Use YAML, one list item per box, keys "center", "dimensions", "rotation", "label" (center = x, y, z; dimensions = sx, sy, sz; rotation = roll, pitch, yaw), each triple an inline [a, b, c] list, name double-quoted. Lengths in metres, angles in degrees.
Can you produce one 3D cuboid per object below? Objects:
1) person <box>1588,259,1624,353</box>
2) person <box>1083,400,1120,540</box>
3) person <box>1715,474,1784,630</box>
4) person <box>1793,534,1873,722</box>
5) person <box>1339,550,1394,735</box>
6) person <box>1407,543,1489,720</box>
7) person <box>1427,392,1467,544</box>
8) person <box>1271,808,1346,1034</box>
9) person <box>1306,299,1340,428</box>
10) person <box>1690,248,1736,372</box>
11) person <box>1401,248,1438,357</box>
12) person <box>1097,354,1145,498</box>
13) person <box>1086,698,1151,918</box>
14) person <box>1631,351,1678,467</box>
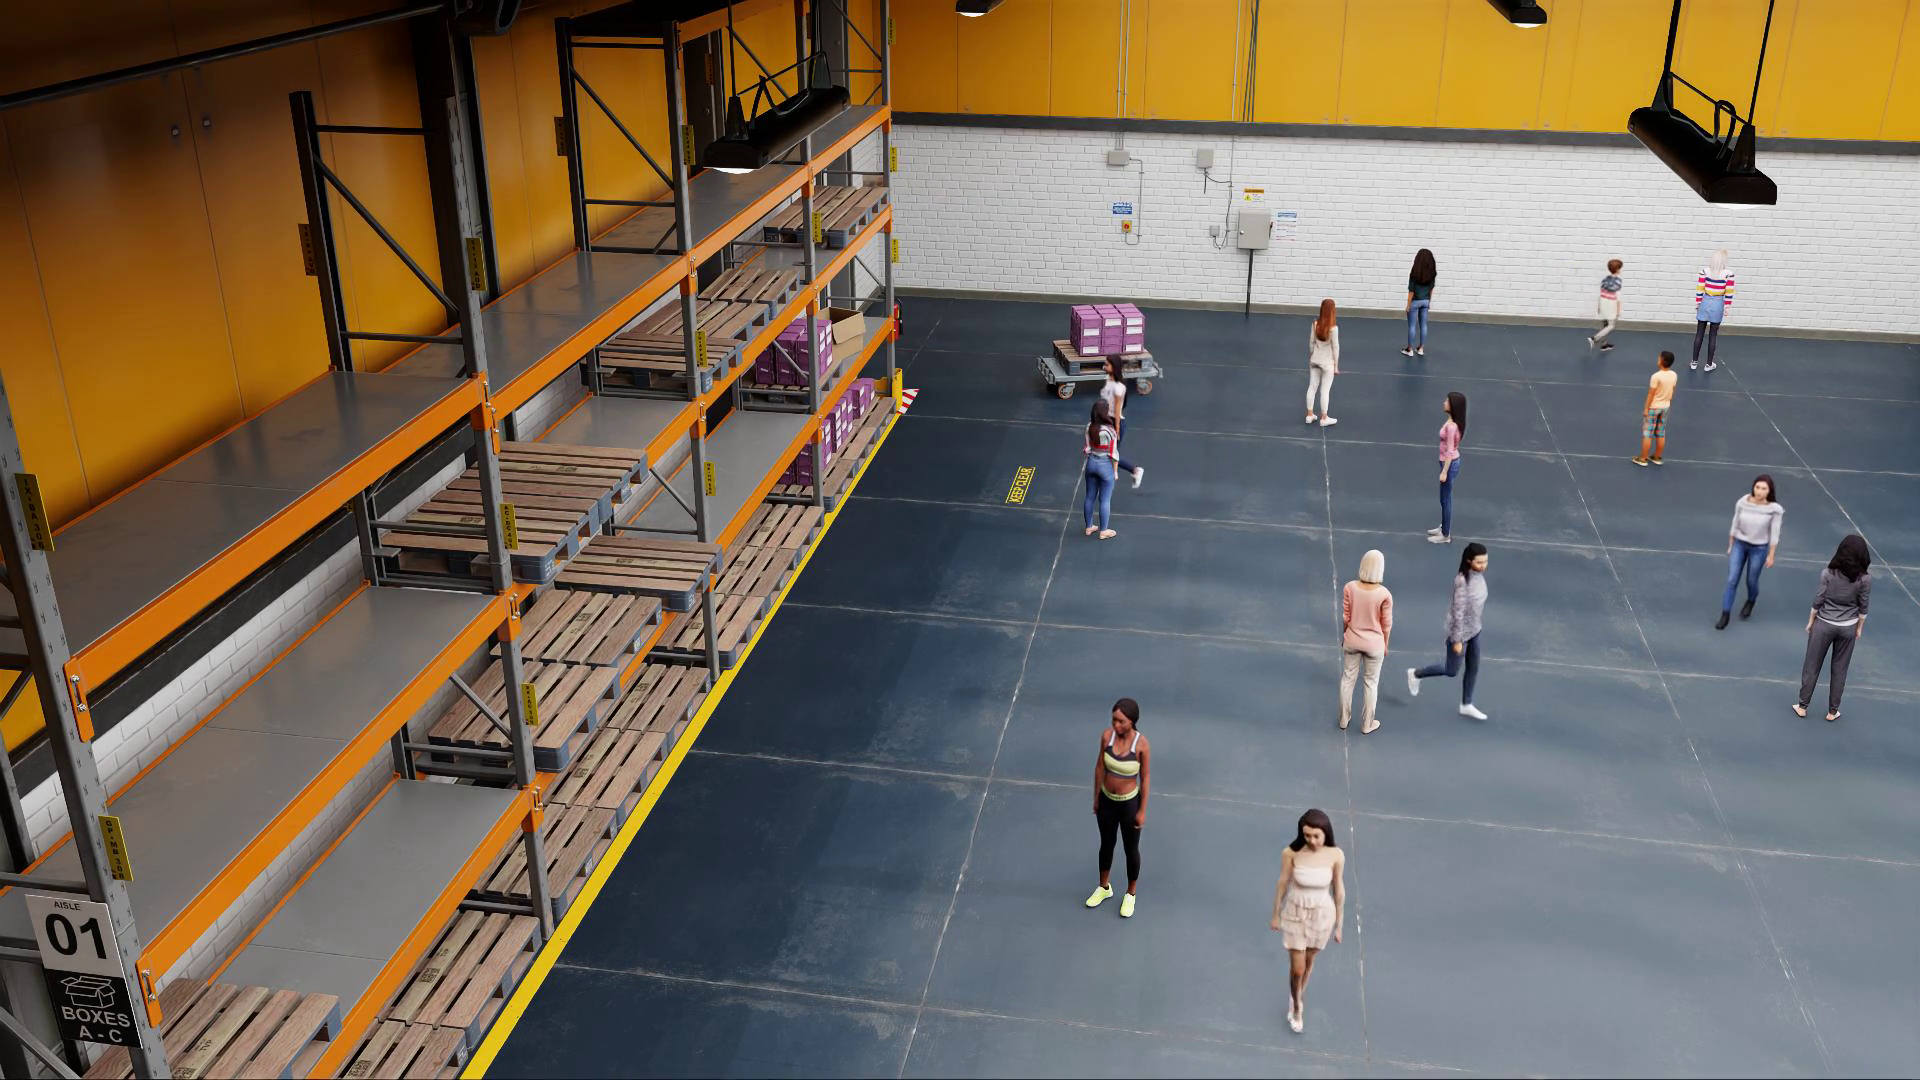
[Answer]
- center: [9.720, -3.498, 24.993]
  dimensions: [0.849, 1.425, 0.852]
  rotation: [-10, 26, -22]
  label: "person"
- center: [1.565, -0.804, 18.597]
  dimensions: [0.667, 1.614, 0.668]
  rotation: [18, 29, 35]
  label: "person"
- center: [7.887, 0.092, 16.549]
  dimensions: [0.884, 1.611, 1.014]
  rotation: [19, 30, 36]
  label: "person"
- center: [7.777, 0.779, 14.787]
  dimensions: [0.640, 1.764, 0.576]
  rotation: [9, 25, 20]
  label: "person"
- center: [3.548, 0.884, 14.593]
  dimensions: [0.665, 1.725, 0.635]
  rotation: [13, 27, 27]
  label: "person"
- center: [4.400, 0.793, 14.816]
  dimensions: [1.005, 1.715, 1.019]
  rotation: [19, 30, 37]
  label: "person"
- center: [5.415, -0.815, 18.460]
  dimensions: [0.663, 1.742, 0.472]
  rotation: [8, 25, 17]
  label: "person"
- center: [2.290, 2.459, 11.003]
  dimensions: [0.634, 1.716, 0.637]
  rotation: [1, 24, 3]
  label: "person"
- center: [4.797, -2.351, 22.010]
  dimensions: [0.725, 1.713, 0.687]
  rotation: [-21, 31, -39]
  label: "person"
- center: [10.945, -3.372, 24.227]
  dimensions: [0.723, 1.809, 0.683]
  rotation: [16, 28, 32]
  label: "person"
- center: [6.882, -3.568, 24.914]
  dimensions: [0.694, 1.617, 0.718]
  rotation: [-6, 24, -13]
  label: "person"
- center: [1.883, -1.326, 19.604]
  dimensions: [0.914, 1.763, 0.928]
  rotation: [-8, 25, -18]
  label: "person"
- center: [1.181, 1.927, 12.171]
  dimensions: [0.620, 1.755, 0.605]
  rotation: [12, 26, 26]
  label: "person"
- center: [8.696, -1.645, 20.712]
  dimensions: [0.592, 1.460, 0.613]
  rotation: [-8, 25, -18]
  label: "person"
